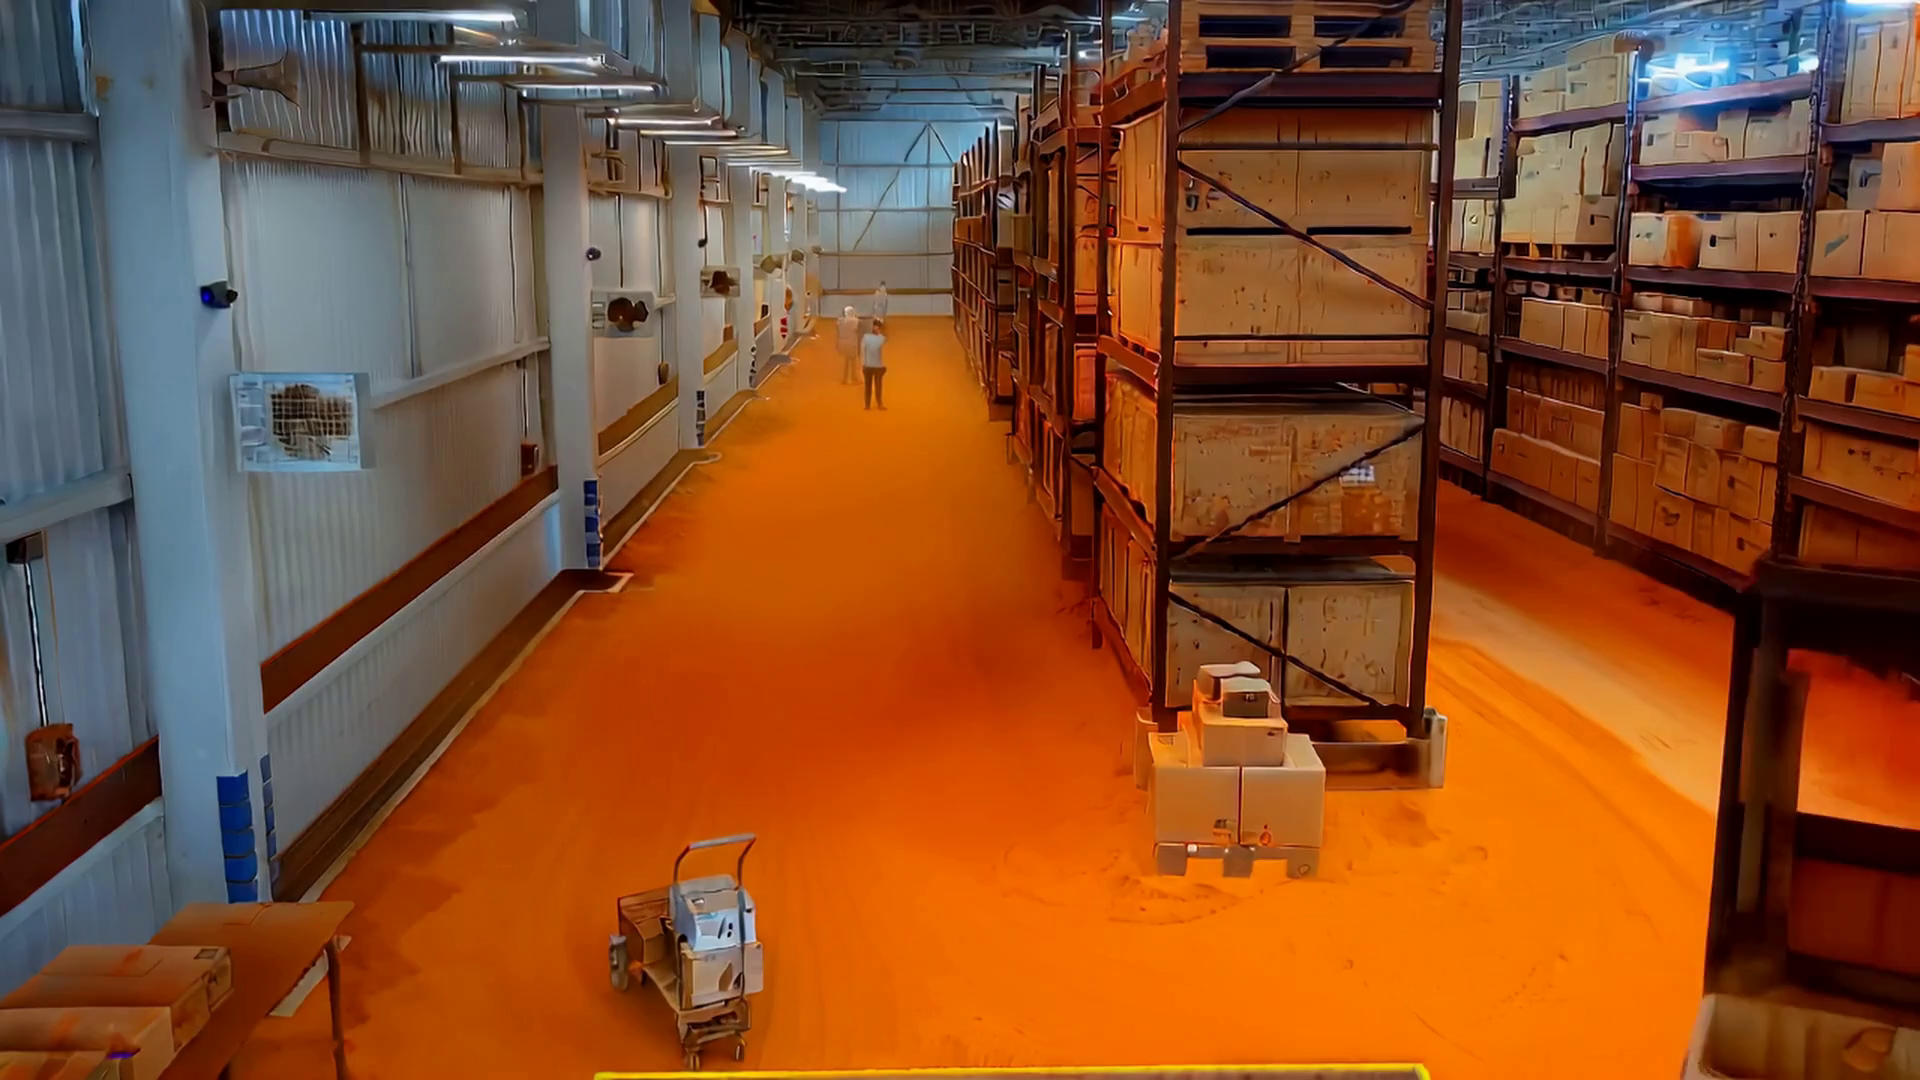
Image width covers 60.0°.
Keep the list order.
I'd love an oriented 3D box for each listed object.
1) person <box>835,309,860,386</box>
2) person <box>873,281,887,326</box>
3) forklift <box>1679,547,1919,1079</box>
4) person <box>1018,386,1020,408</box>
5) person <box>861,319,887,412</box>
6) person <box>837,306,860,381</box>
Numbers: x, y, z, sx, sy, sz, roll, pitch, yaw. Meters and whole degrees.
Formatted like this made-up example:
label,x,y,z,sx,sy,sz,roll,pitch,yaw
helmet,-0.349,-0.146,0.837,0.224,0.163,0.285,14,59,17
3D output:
label,x,y,z,sx,sy,sz,roll,pitch,yaw
person,-2.762,-4.747,41.095,0.642,1.905,0.399,6,12,27
person,-3.073,-9.127,64.303,0.565,1.744,0.355,-7,13,-31
forklift,3.413,1.450,6.303,1.129,2.768,1.873,6,12,29
person,1.276,-2.436,29.232,0.623,1.845,0.430,9,14,39
person,-1.827,-3.744,35.669,0.619,1.985,0.406,-7,13,-34
person,-2.845,-5.017,42.479,0.589,1.912,0.397,-5,12,-22
